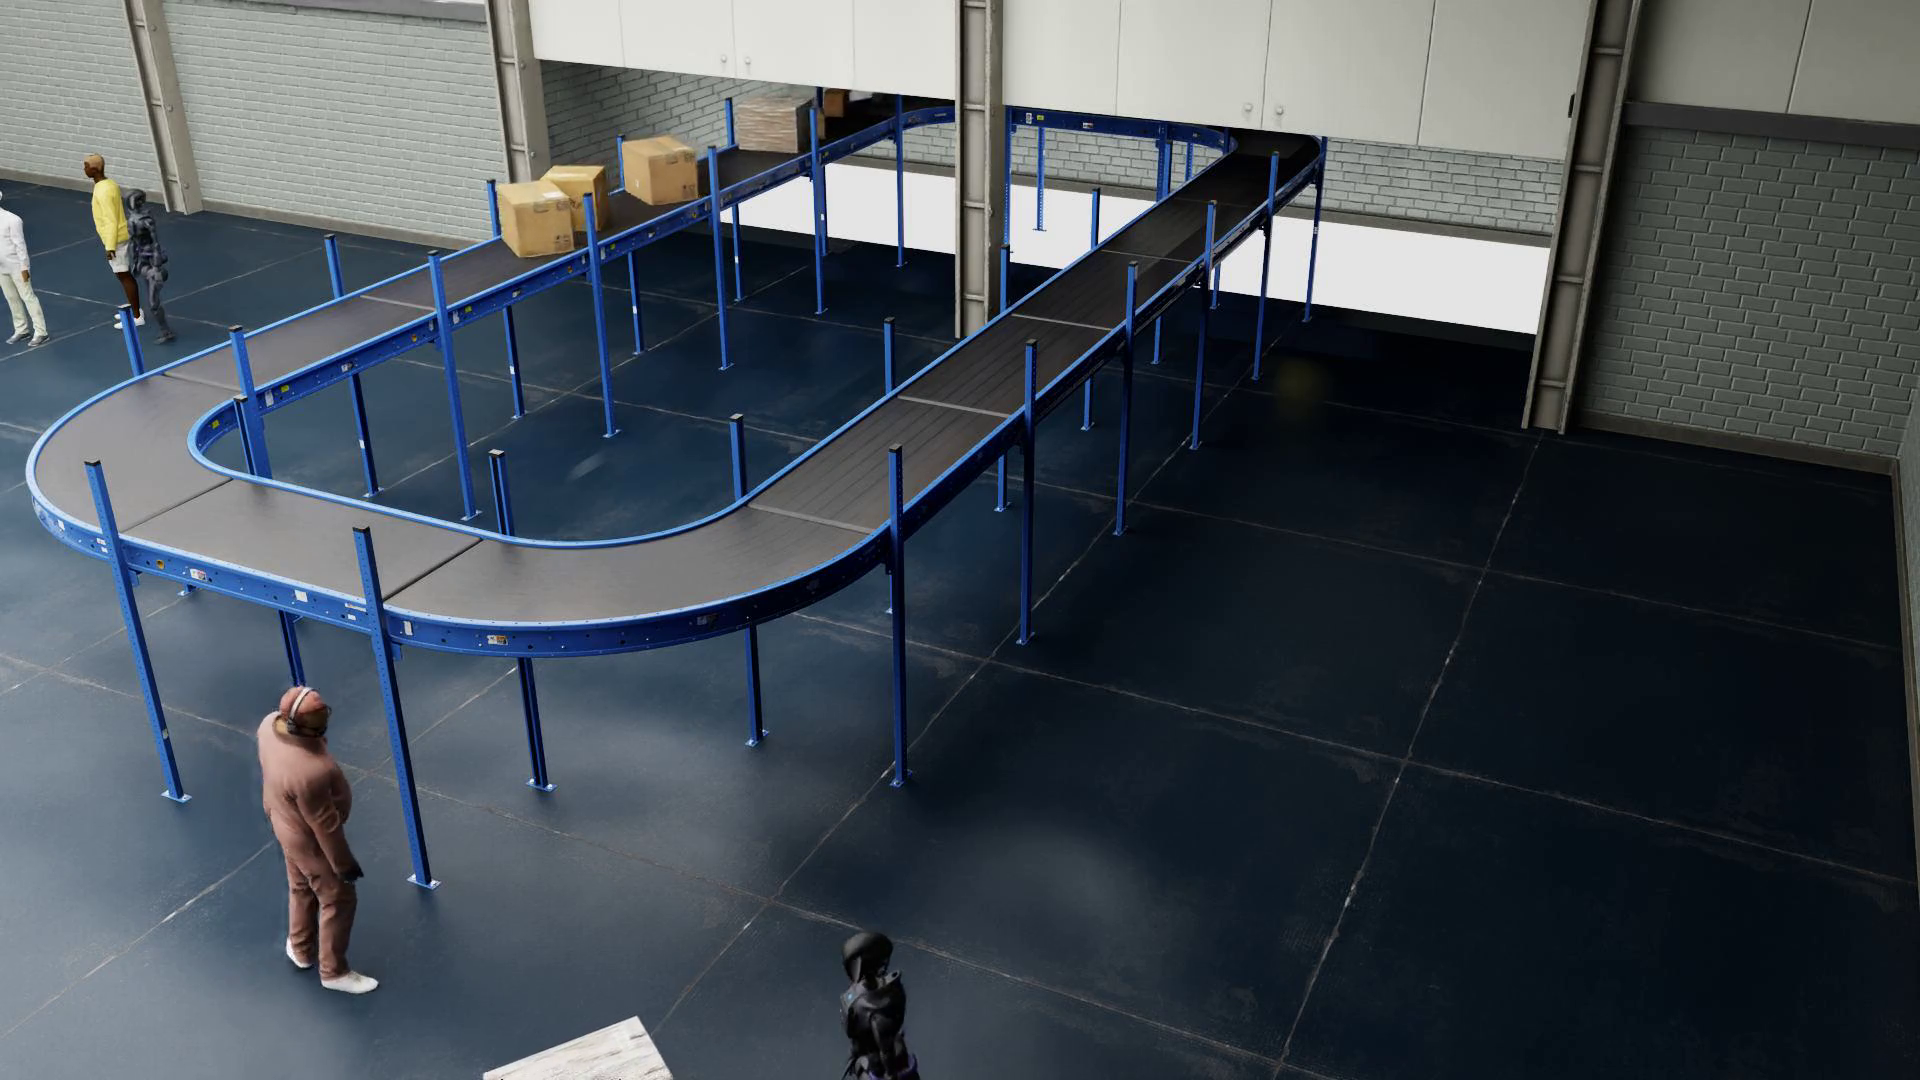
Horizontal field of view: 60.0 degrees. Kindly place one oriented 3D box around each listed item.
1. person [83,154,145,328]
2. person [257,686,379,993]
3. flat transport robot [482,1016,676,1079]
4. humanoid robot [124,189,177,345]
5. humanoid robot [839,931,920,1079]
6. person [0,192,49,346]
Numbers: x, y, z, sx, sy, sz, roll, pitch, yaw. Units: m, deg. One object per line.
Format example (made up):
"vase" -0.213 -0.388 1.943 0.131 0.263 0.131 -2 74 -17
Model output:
"person" -9.294 -3.288 18.270 0.377 1.899 0.544 -10 28 -19
"person" -3.382 1.511 8.650 0.439 1.866 0.804 -21 33 -36
"flat transport robot" -1.419 3.125 7.180 1.431 0.231 0.659 -21 34 -36
"humanoid robot" -8.713 -2.952 17.837 0.598 1.647 0.352 20 33 35
"humanoid robot" -0.328 2.333 7.196 0.382 1.650 0.589 -9 28 -17
"person" -10.151 -2.929 17.718 0.566 1.744 0.350 9 28 17
